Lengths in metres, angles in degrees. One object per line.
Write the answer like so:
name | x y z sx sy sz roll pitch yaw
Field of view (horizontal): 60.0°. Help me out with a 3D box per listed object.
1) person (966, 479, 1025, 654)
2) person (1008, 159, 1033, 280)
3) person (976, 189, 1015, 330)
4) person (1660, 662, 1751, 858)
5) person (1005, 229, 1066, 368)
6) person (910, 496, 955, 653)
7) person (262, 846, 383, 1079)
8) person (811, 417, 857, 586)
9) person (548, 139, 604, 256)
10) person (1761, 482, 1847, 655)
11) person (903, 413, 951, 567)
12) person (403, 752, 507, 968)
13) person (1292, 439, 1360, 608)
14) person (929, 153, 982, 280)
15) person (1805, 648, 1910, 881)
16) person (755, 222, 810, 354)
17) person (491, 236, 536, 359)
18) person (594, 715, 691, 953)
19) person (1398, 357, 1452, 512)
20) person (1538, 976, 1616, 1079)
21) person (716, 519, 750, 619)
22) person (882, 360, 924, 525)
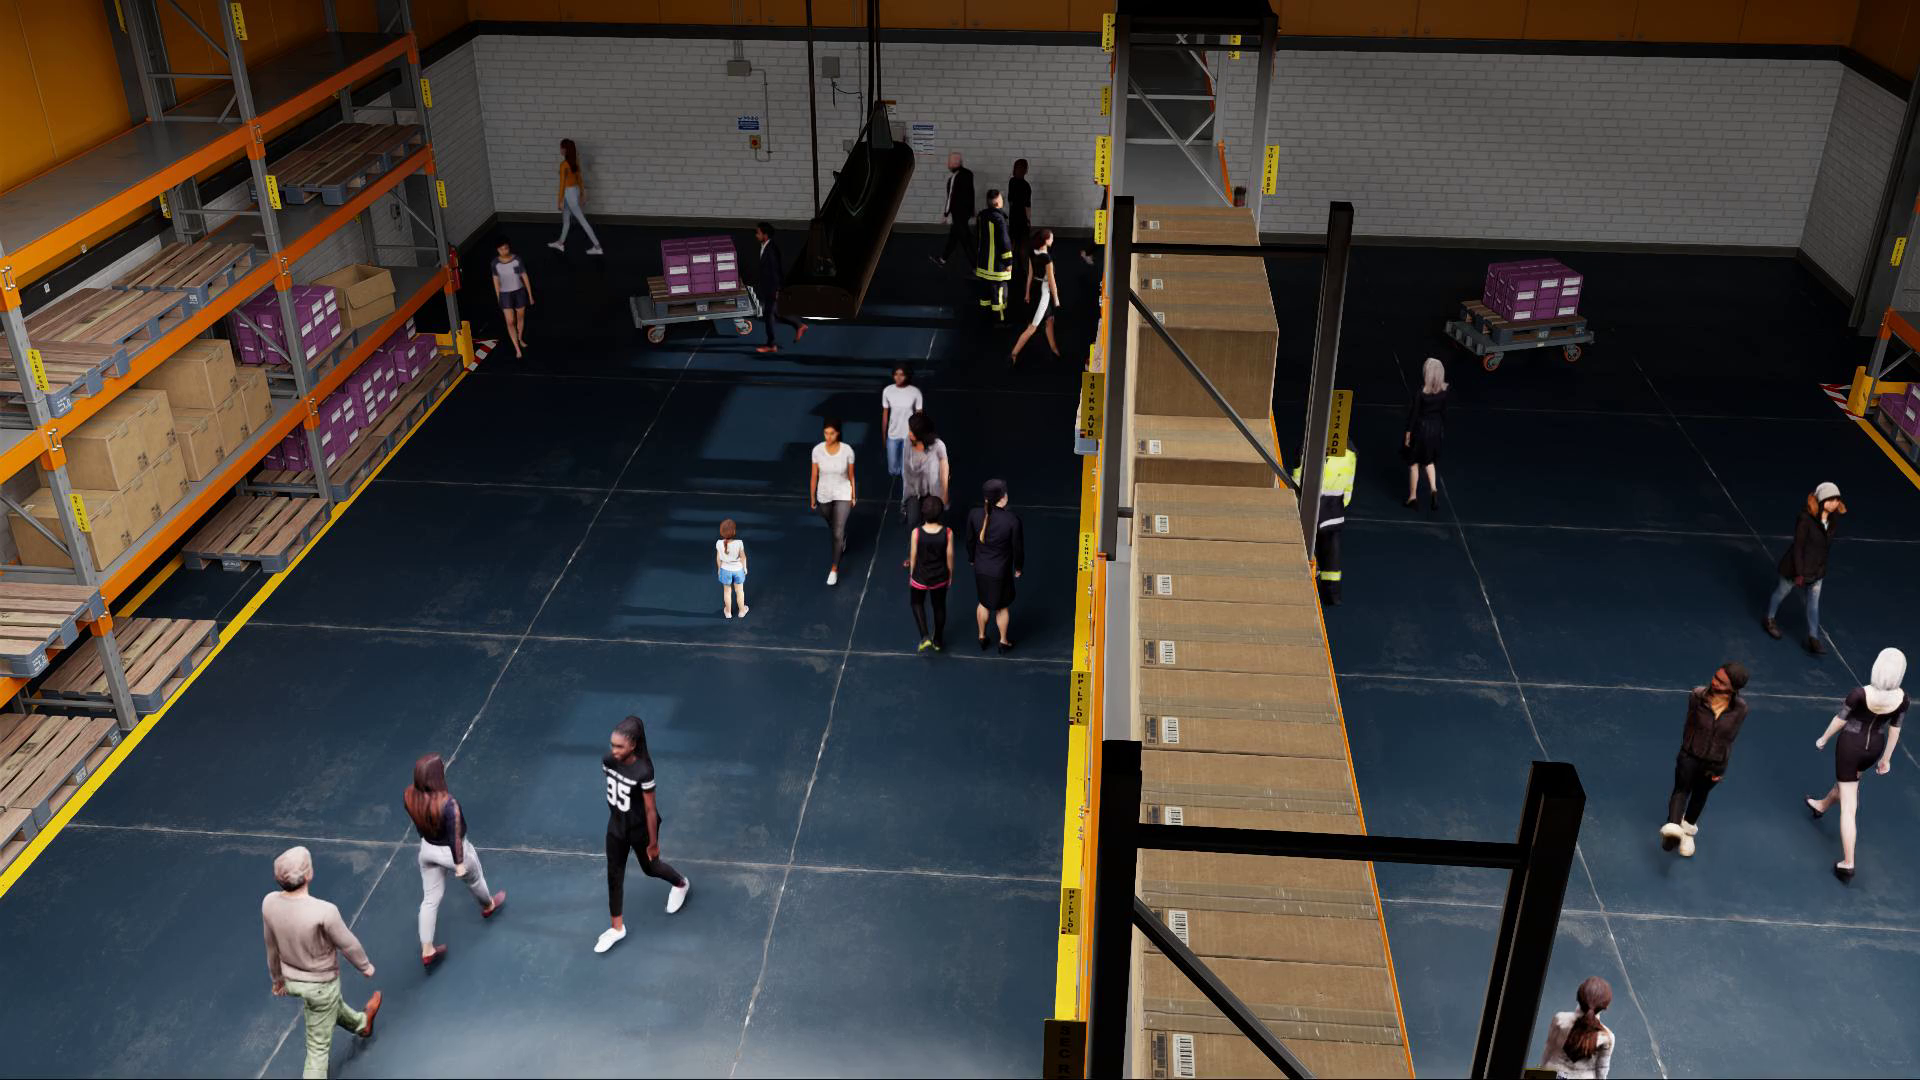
person | 0.302 0.243 14.743 0.772 1.671 0.745 12 31 20
person | 0.837 -4.533 23.462 0.715 1.705 0.641 -20 34 -32
person | 0.448 -3.704 21.781 0.936 1.859 0.863 -19 34 -31
person | 5.480 1.663 12.160 0.934 1.651 0.748 3 29 5
person | 0.909 -2.908 20.435 1.027 1.751 1.120 -15 32 -25
person | -0.257 0.347 14.690 0.626 1.539 0.764 -3 29 -6
person | -3.939 2.739 10.007 0.887 1.823 1.319 9 30 16
person | -1.198 -0.446 16.073 0.647 1.607 1.116 5 29 9
person | -5.564 -4.940 24.212 0.873 1.701 1.169 10 30 18
person | 7.527 0.181 14.924 0.789 1.605 1.019 -5 29 -8
person | -0.287 -0.557 16.308 0.847 1.577 0.966 12 31 21
person | -3.546 2.177 11.305 0.814 1.568 1.137 11 31 20
person | 3.353 -0.394 15.632 0.830 1.937 1.206 0 29 0
person | 0.110 -4.499 23.322 1.064 1.779 1.217 15 32 25
person | 6.548 1.638 12.072 0.673 1.780 1.189 -1 29 -1
person | -2.269 -3.189 21.007 0.994 1.697 1.028 -13 31 -22
person | -5.702 -3.146 21.097 0.851 1.535 0.967 -17 33 -28
person | -2.202 1.979 11.532 0.945 1.697 1.172 16 33 27
person | 4.798 -1.028 17.003 0.805 1.738 0.929 -9 30 -17
person | 3.469 3.157 9.530 0.706 1.548 0.891 13 31 23
person | -2.115 0.259 15.393 0.435 1.019 0.446 -1 29 -2
person | -0.569 -1.062 17.101 0.661 1.704 0.969 6 29 10
